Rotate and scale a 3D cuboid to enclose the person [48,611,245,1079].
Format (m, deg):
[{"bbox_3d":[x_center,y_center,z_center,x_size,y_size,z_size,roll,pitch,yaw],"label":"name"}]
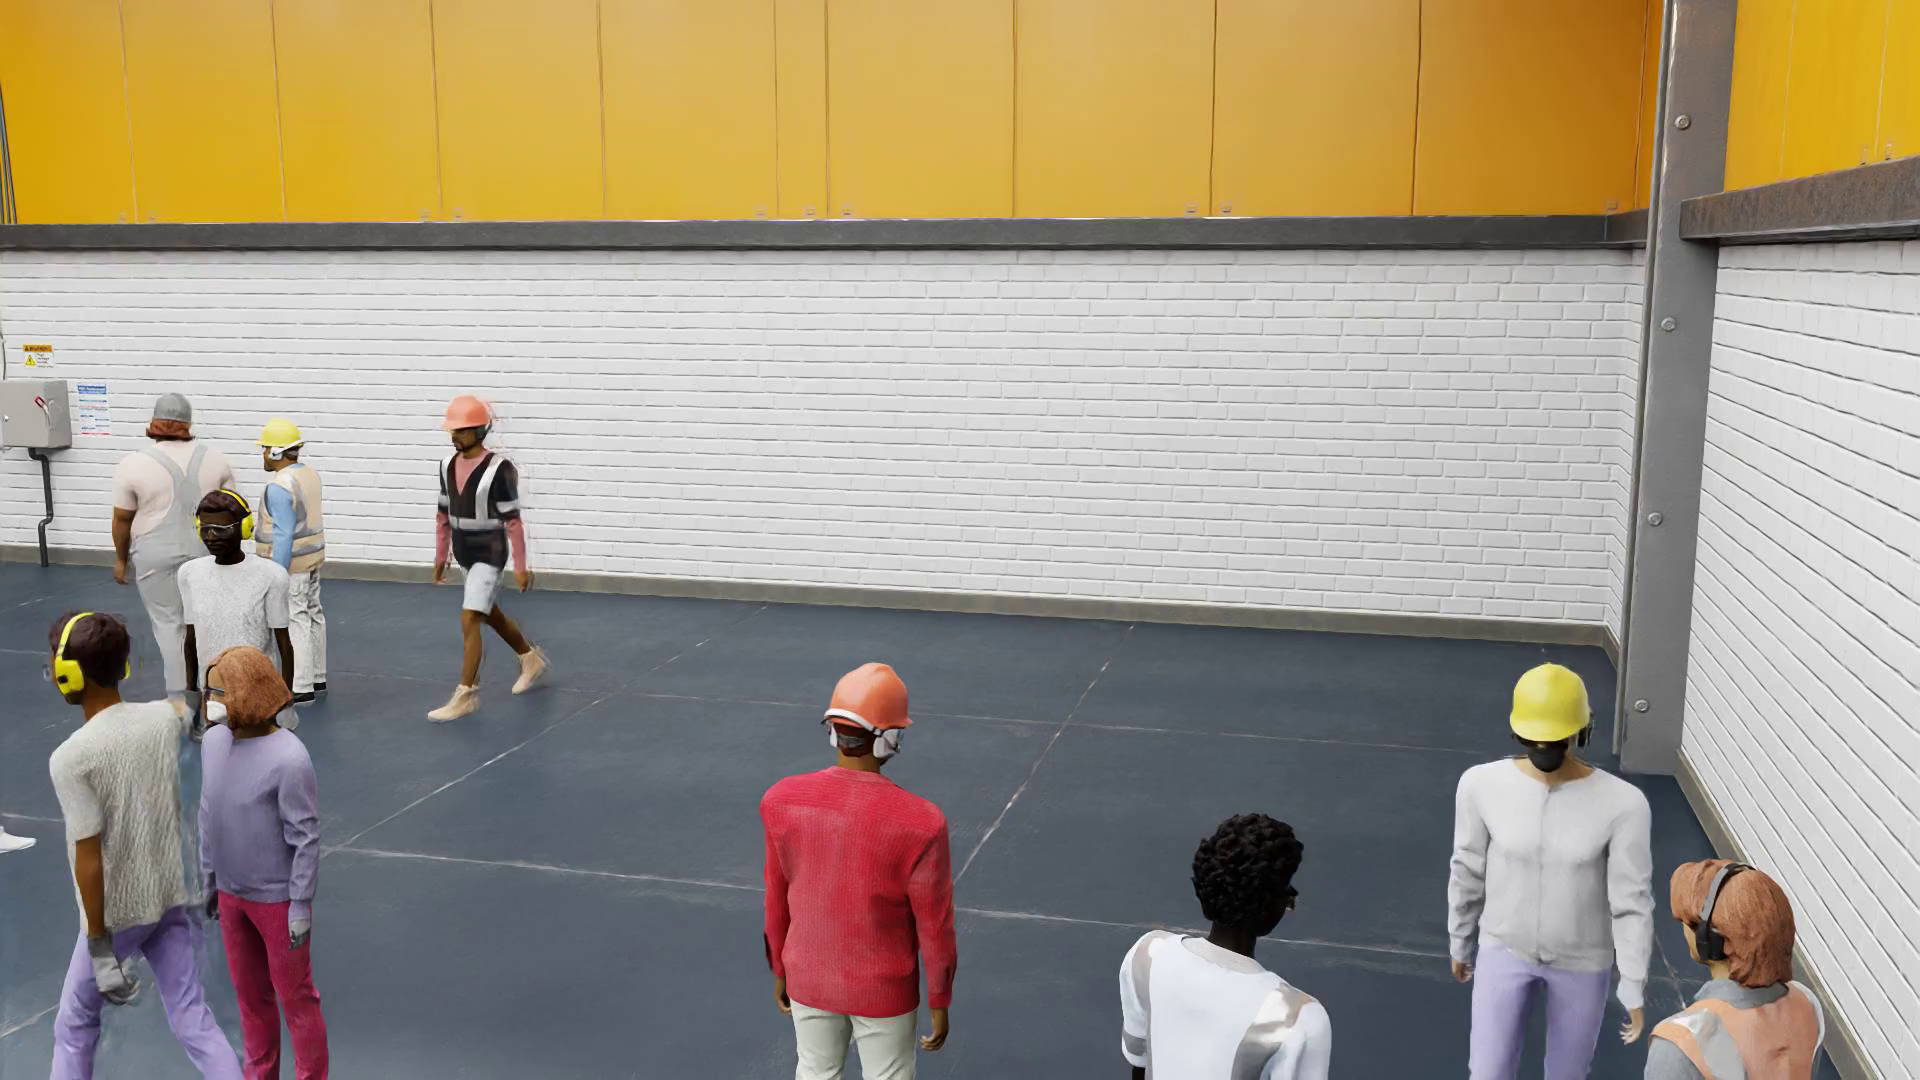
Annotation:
[{"bbox_3d":[-2.494,1.102,4.966,0.947,1.818,0.513,3,10,19],"label":"person"}]

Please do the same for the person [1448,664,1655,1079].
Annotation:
[{"bbox_3d":[1.625,1.193,4.621,0.546,1.736,0.649,4,10,21],"label":"person"}]

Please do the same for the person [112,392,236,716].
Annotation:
[{"bbox_3d":[-4.962,0.058,10.429,0.676,2.000,0.691,8,13,41],"label":"person"}]

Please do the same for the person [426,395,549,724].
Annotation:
[{"bbox_3d":[-2.965,0.077,10.449,0.633,2.009,1.012,7,12,34],"label":"person"}]

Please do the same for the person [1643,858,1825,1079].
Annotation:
[{"bbox_3d":[1.561,1.456,3.416,0.509,1.632,0.316,-7,12,-34],"label":"person"}]

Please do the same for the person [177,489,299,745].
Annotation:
[{"bbox_3d":[-3.135,0.695,7.236,0.500,1.861,0.325,1,10,6],"label":"person"}]

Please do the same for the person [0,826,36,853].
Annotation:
[{"bbox_3d":[-4.718,0.630,7.947,0.487,1.741,0.314,7,12,38],"label":"person"}]

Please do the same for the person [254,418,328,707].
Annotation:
[{"bbox_3d":[-4.243,0.142,10.541,0.404,1.835,0.586,0,10,0],"label":"person"}]

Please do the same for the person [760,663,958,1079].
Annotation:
[{"bbox_3d":[-0.268,1.198,4.615,0.573,1.738,0.351,4,10,20],"label":"person"}]

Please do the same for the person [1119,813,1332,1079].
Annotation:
[{"bbox_3d":[0.559,1.404,3.551,0.319,1.686,0.539,-9,13,-43],"label":"person"}]

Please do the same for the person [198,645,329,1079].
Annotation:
[{"bbox_3d":[-2.232,1.135,5.289,0.500,1.633,0.280,5,11,28],"label":"person"}]
